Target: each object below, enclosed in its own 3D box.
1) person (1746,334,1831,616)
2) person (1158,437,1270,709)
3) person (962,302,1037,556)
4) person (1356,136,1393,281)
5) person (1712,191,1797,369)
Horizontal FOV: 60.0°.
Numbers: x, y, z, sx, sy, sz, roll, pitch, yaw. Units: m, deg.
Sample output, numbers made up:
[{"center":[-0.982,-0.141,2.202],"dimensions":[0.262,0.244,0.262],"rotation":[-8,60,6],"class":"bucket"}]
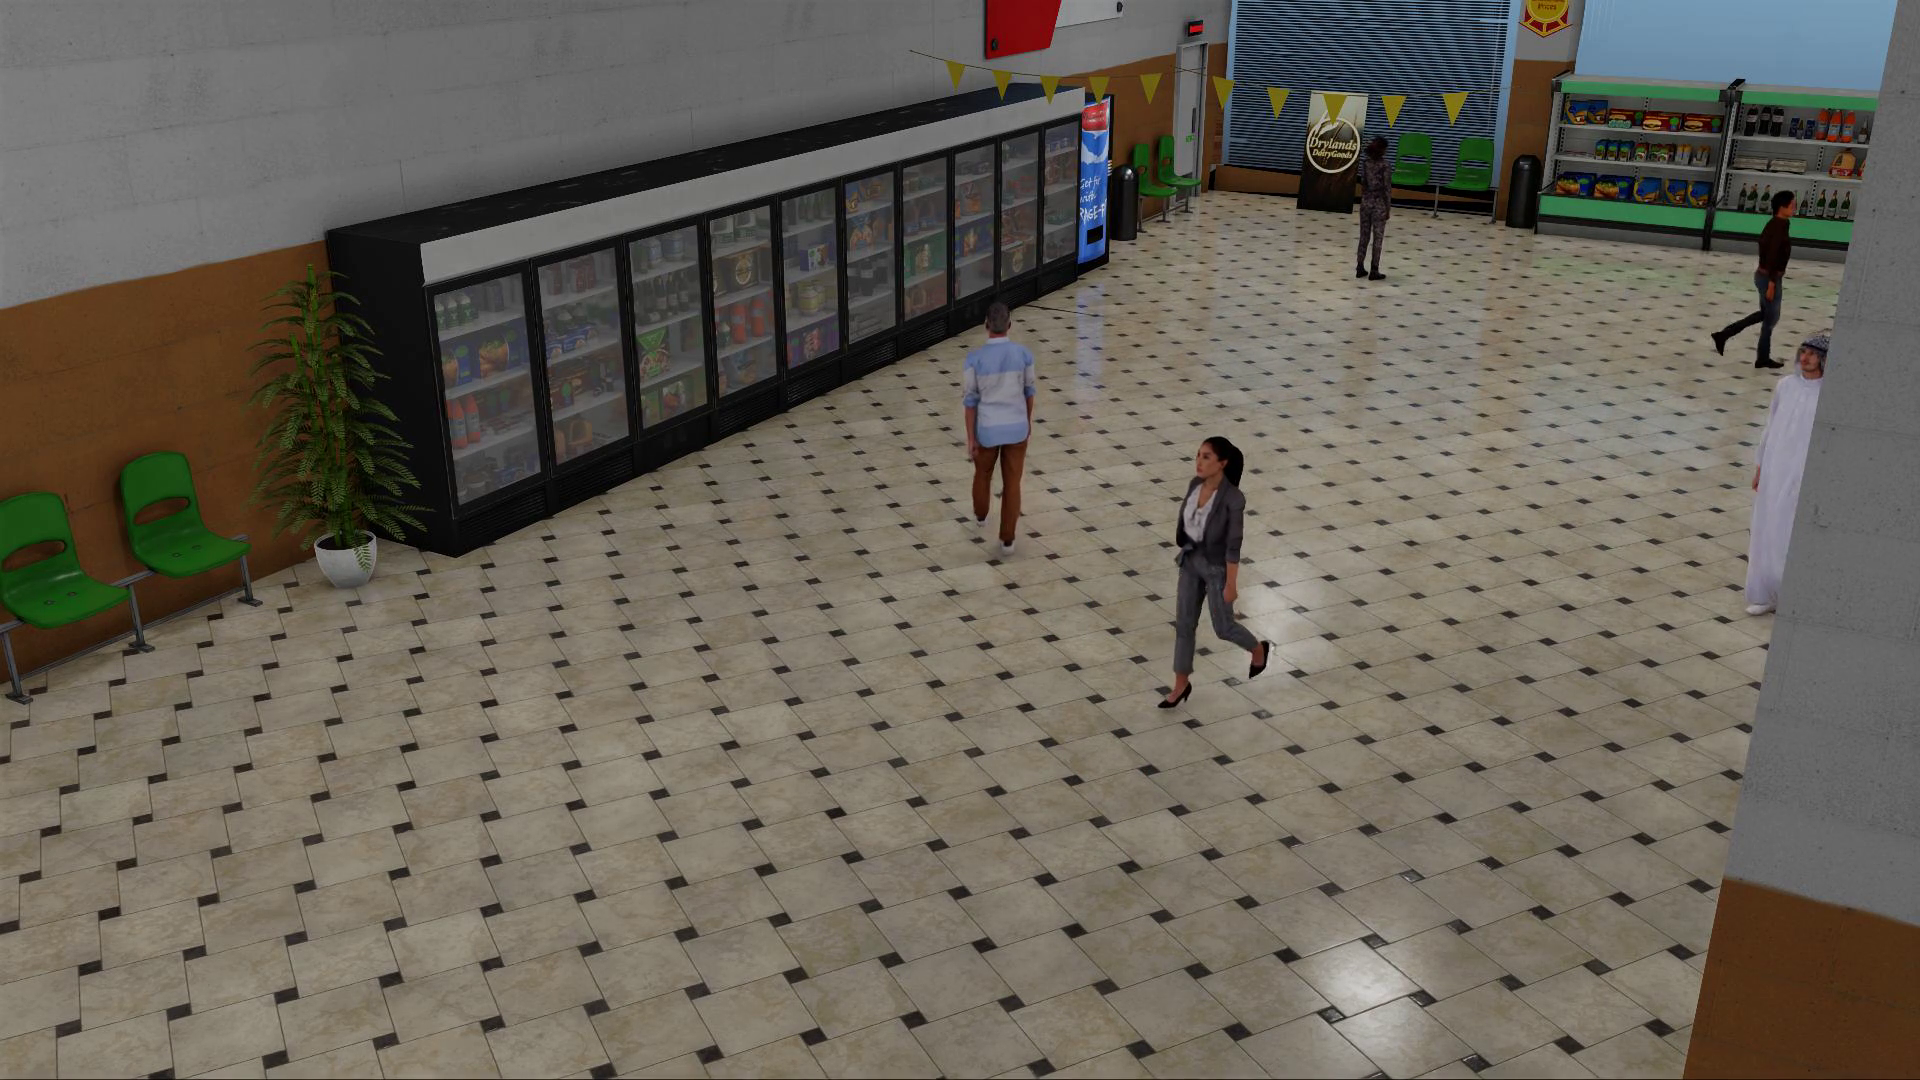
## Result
[{"center":[5.534,-0.432,10.921],"dimensions":[0.940,1.915,0.904],"rotation":[-12,25,-28],"class":"person"},{"center":[1.524,0.193,9.717],"dimensions":[0.982,1.655,1.058],"rotation":[-13,25,-29],"class":"person"},{"center":[0.303,-0.764,11.909],"dimensions":[1.099,1.796,1.072],"rotation":[-1,22,-1],"class":"person"},{"center":[5.005,-4.020,20.124],"dimensions":[0.720,1.713,0.620],"rotation":[-16,27,-34],"class":"person"},{"center":[7.899,-2.560,16.423],"dimensions":[0.989,1.762,0.769],"rotation":[7,23,18],"class":"person"}]
